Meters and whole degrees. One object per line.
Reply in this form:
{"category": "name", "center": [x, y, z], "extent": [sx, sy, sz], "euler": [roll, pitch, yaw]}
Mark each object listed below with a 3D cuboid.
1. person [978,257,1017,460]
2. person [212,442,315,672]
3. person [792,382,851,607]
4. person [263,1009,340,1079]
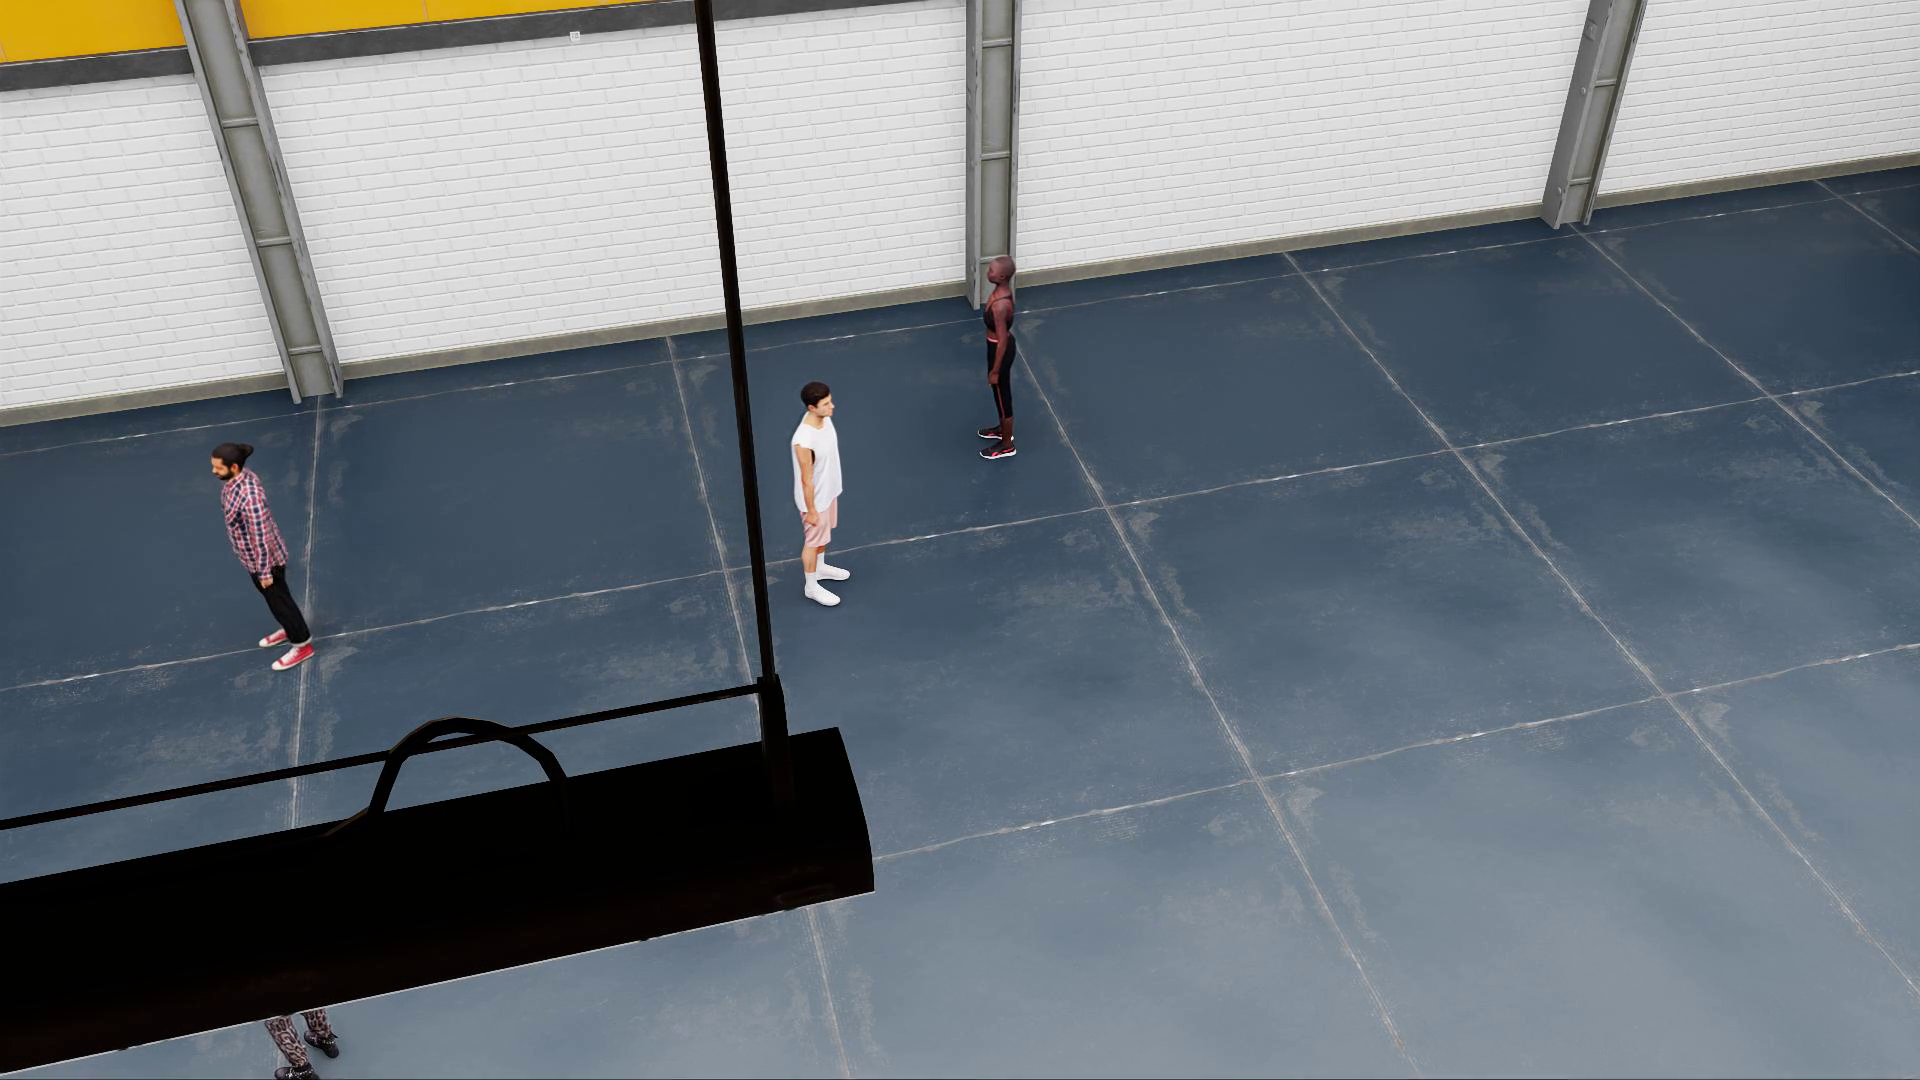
{"category": "person", "center": [0.330, -1.449, 13.095], "extent": [0.624, 1.757, 0.637], "euler": [1, 39, 1]}
{"category": "person", "center": [-4.701, 0.071, 11.190], "extent": [0.741, 1.759, 0.783], "euler": [-26, 45, -29]}
{"category": "person", "center": [-1.008, -0.357, 11.705], "extent": [0.718, 1.786, 0.724], "euler": [8, 39, 10]}
{"category": "person", "center": [-3.559, 2.204, 8.556], "extent": [0.720, 1.714, 0.678], "euler": [14, 41, 17]}
